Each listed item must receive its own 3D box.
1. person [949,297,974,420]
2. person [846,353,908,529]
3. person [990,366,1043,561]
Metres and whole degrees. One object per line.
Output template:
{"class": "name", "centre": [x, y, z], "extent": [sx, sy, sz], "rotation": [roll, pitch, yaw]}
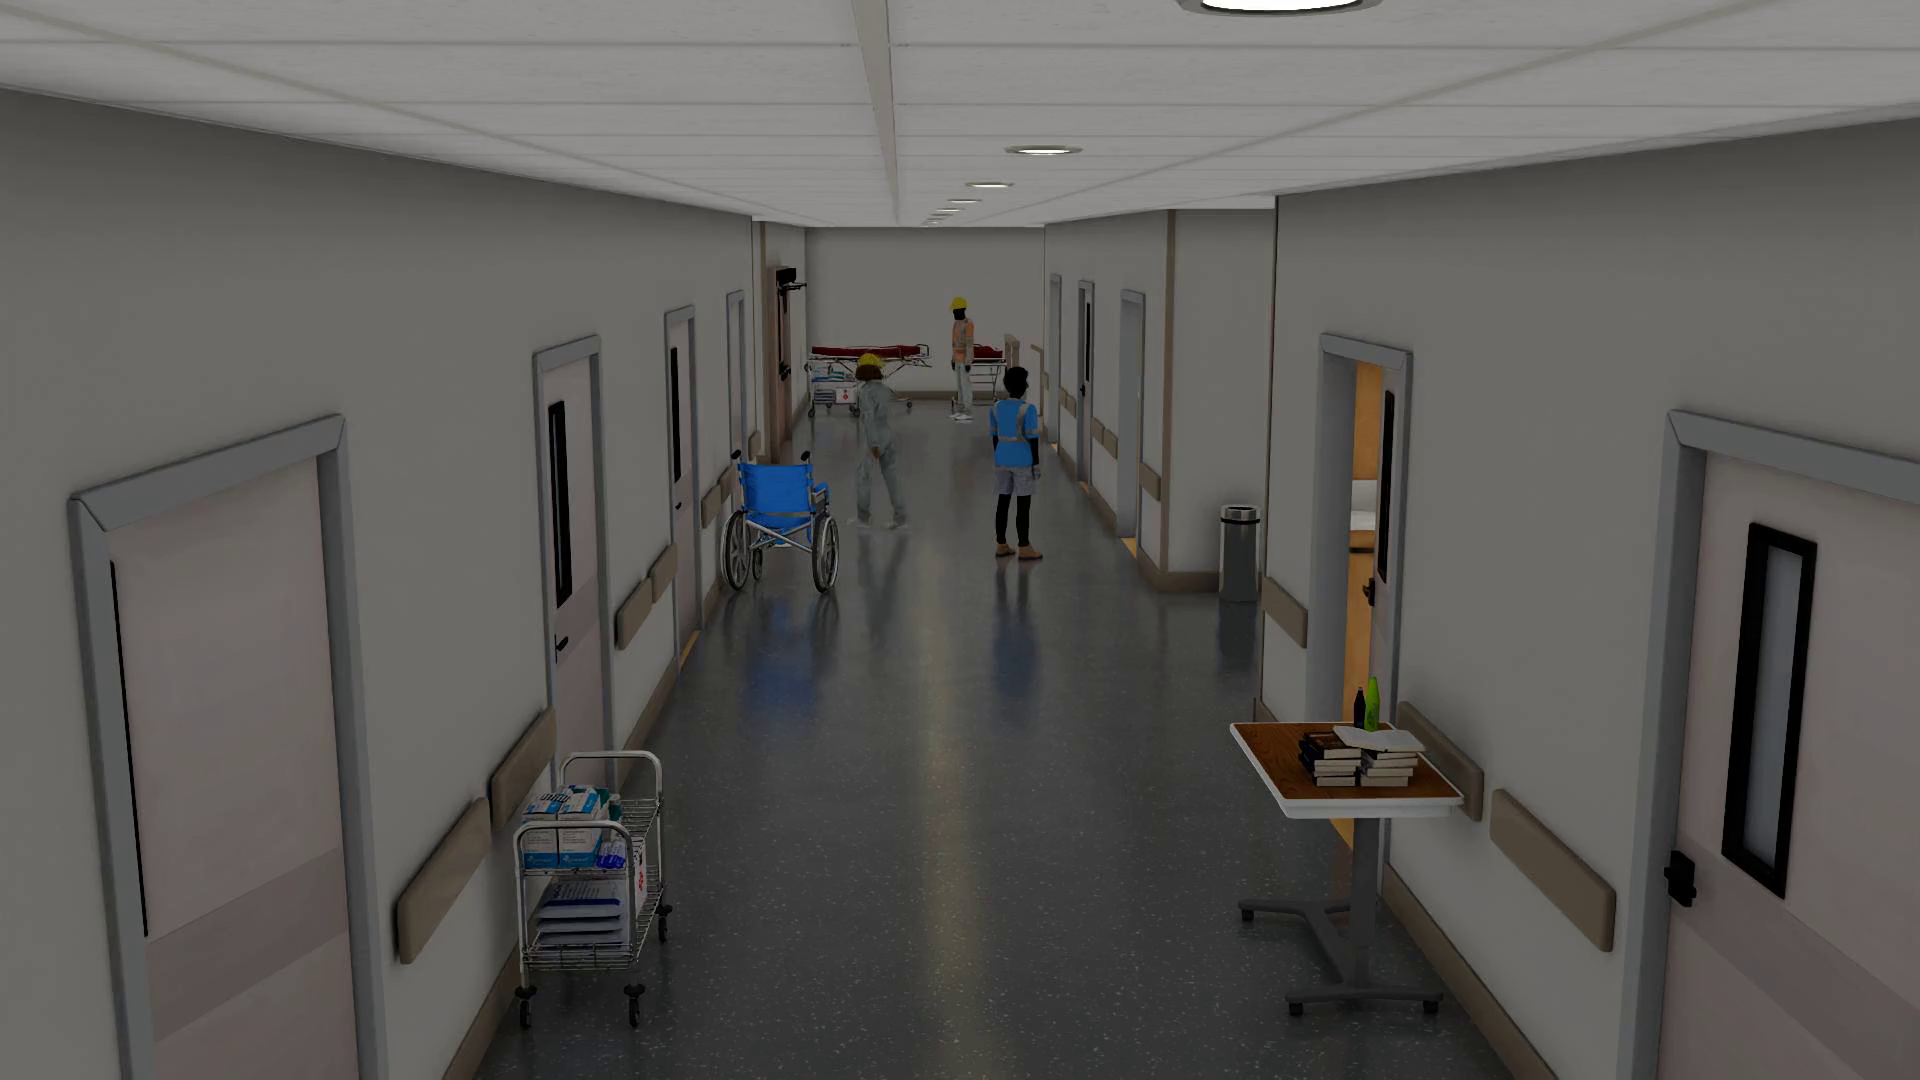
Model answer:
{"class": "person", "centre": [0.018, -2.830, 25.972], "extent": [0.399, 1.918, 0.588], "rotation": [-4, 11, -22]}
{"class": "person", "centre": [-0.812, -0.944, 16.060], "extent": [0.753, 1.698, 0.501], "rotation": [6, 12, 30]}
{"class": "person", "centre": [0.492, -0.668, 14.538], "extent": [0.535, 1.698, 0.318], "rotation": [9, 14, 42]}
